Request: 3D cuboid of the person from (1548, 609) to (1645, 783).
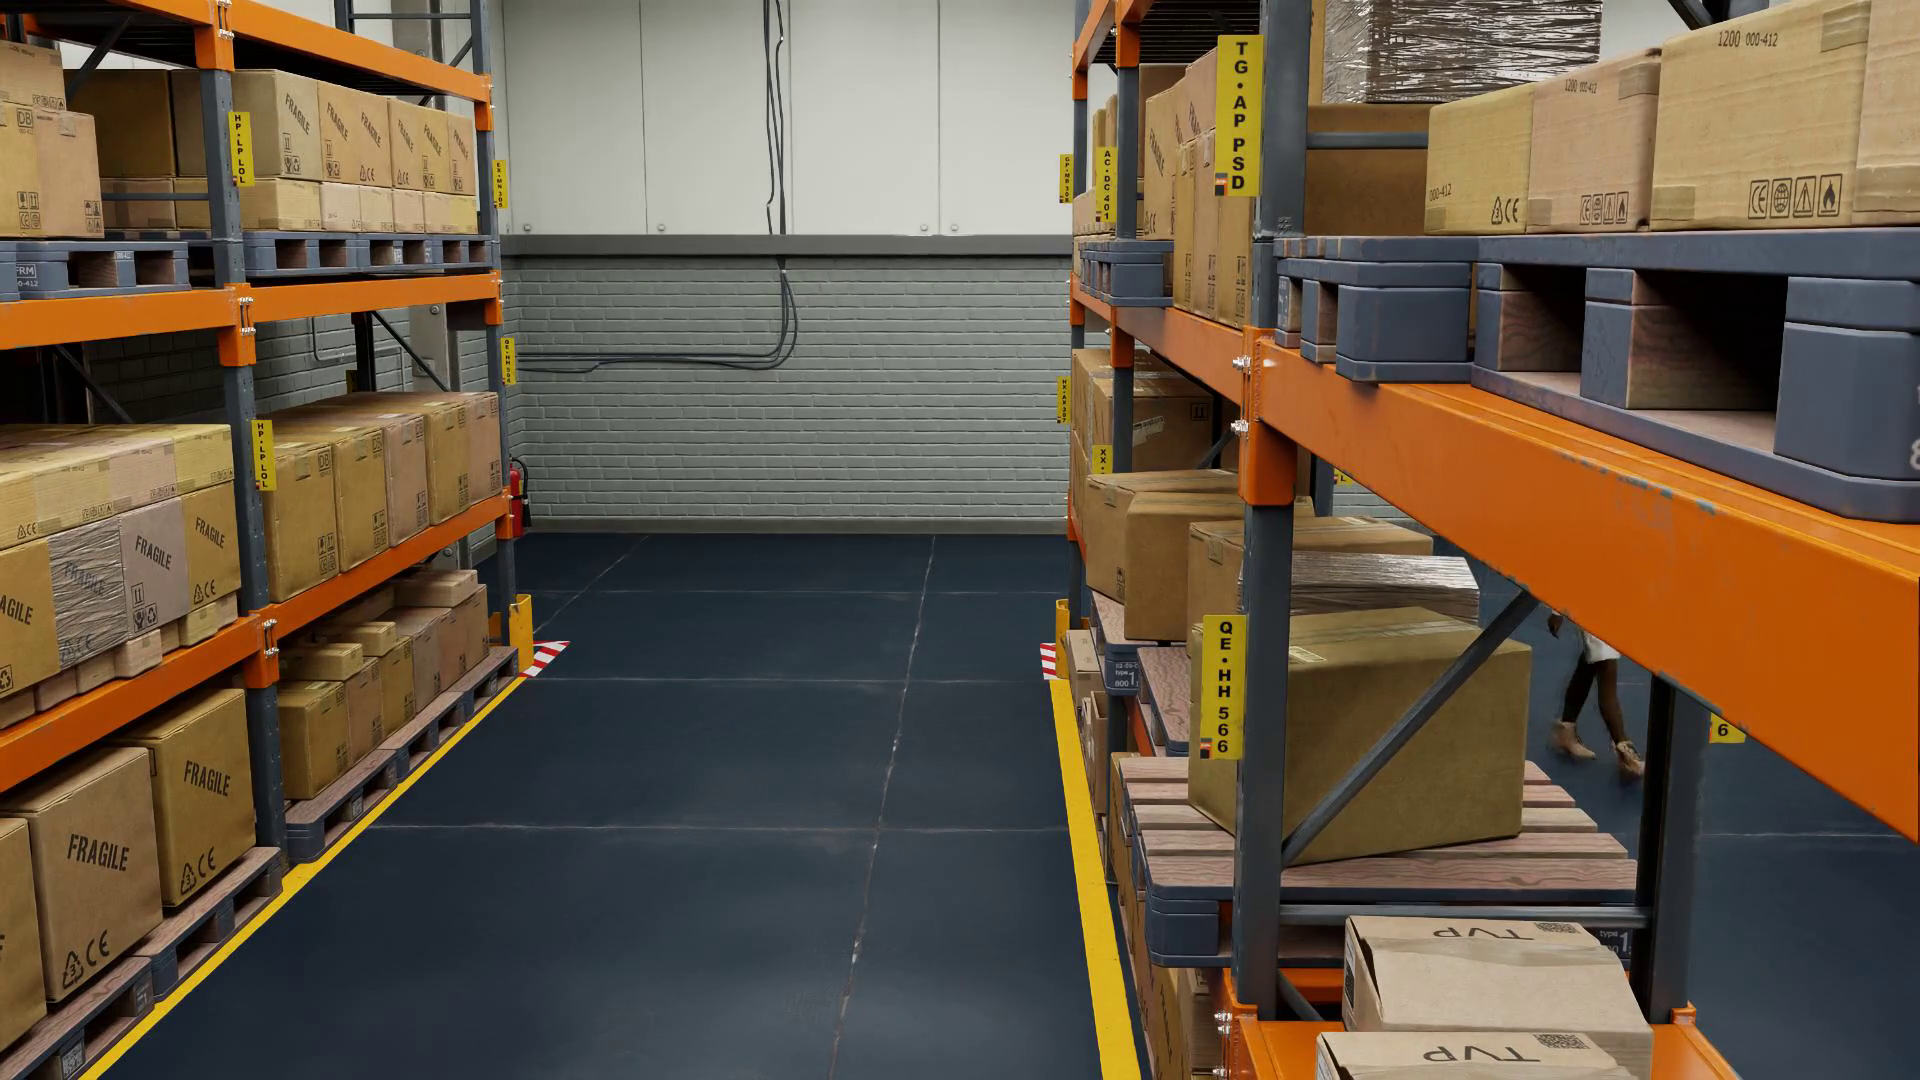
[{"bbox_3d":[3.767,0.368,9.444,0.640,2.000,0.983,-5,11,-27],"label":"person"}]
